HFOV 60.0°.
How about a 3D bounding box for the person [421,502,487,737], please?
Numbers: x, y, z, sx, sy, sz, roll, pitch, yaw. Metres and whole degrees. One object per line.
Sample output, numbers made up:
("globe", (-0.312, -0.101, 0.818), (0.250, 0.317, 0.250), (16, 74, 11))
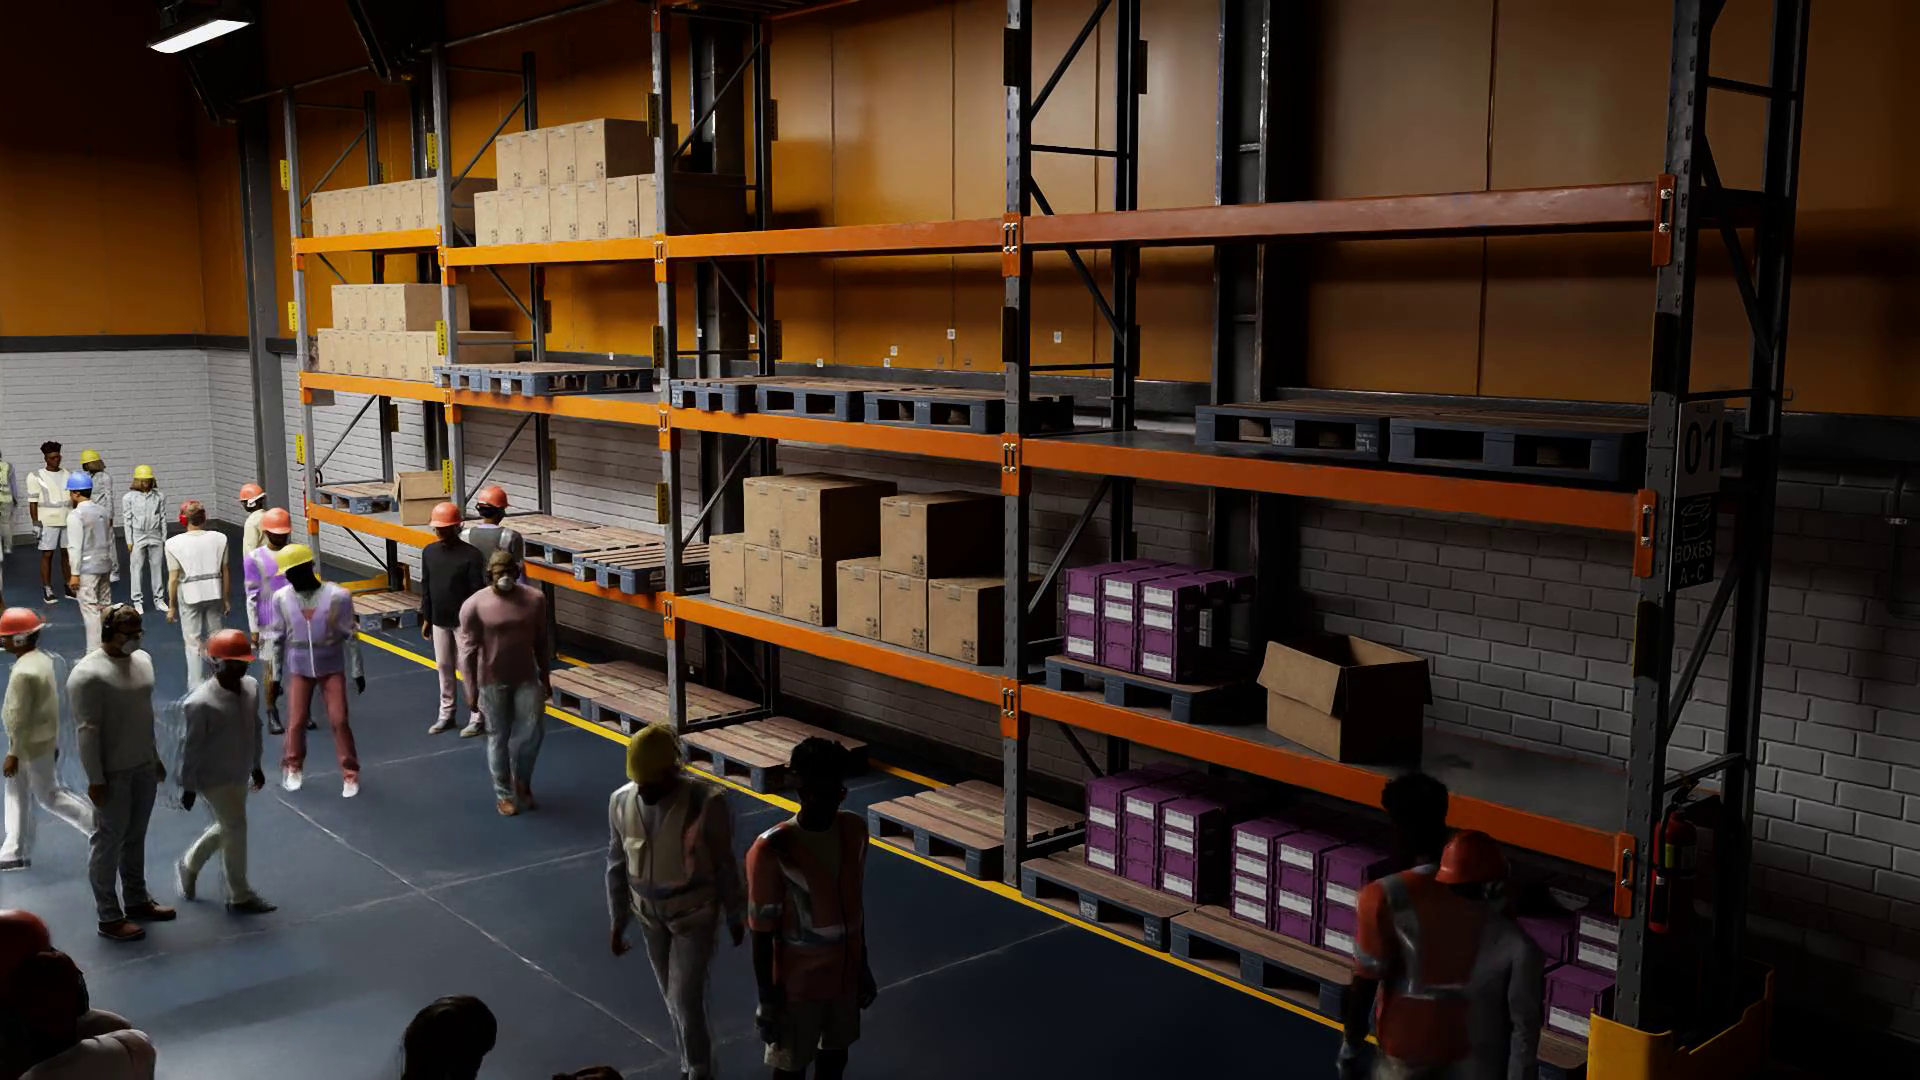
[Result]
("person", (-4.252, 0.667, 13.920), (0.617, 1.986, 0.416), (3, 9, 22))

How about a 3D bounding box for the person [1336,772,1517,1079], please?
("person", (1.737, 1.834, 6.008), (0.659, 1.942, 0.759), (-2, 8, -11))

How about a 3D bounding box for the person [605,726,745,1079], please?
("person", (-1.303, 1.691, 7.459), (0.614, 1.788, 0.564), (3, 9, 21))

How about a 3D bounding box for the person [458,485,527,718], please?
("person", (-4.077, 0.540, 14.586), (0.611, 2.042, 0.396), (1, 8, 9))

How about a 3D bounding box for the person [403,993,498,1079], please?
("person", (-1.435, 2.109, 4.482), (0.658, 1.813, 0.432), (1, 8, 4))

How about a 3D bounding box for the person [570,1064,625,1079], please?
("person", (-0.940, 2.200, 4.499), (0.277, 1.627, 0.503), (-2, 8, -13))

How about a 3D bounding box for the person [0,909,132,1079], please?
("person", (-2.625, 1.990, 4.713), (0.618, 1.986, 0.408), (-4, 9, -24))

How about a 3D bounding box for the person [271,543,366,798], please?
("person", (-4.729, 0.946, 12.321), (0.708, 1.896, 0.520), (-1, 8, -6))

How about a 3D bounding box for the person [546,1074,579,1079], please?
("person", (-0.828, 2.175, 3.938), (0.556, 1.834, 0.554), (-5, 10, -33))

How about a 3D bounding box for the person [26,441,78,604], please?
("person", (-10.953, -0.225, 20.163), (0.366, 1.966, 0.607), (5, 10, 33))

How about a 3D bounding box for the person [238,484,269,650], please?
("person", (-7.370, 0.278, 17.457), (0.355, 1.740, 0.574), (0, 8, -2))

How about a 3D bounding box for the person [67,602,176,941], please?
("person", (-4.826, 1.313, 9.596), (0.370, 1.934, 0.627), (1, 8, 8))

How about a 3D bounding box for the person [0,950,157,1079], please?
("person", (-2.481, 2.046, 4.661), (0.353, 1.886, 0.573), (3, 9, 17))

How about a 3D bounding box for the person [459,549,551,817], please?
("person", (-3.190, 1.010, 11.736), (0.653, 1.919, 0.455), (-5, 10, -31))

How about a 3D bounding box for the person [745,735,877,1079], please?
("person", (-0.571, 1.728, 6.596), (0.361, 1.962, 0.612), (7, 11, 41))

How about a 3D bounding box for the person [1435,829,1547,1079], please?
("person", (1.840, 1.906, 6.085), (0.327, 1.753, 0.561), (-5, 10, -31))

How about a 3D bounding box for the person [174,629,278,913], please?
("person", (-4.464, 1.366, 9.941), (0.720, 1.726, 0.573), (2, 8, 11))

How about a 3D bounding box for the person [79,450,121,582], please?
("person", (-11.193, -0.310, 21.575), (0.492, 1.731, 0.324), (3, 9, 22))

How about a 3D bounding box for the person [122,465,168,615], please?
("person", (-9.498, -0.009, 19.432), (0.289, 1.746, 0.487), (7, 11, 42))

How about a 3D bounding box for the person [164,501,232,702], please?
("person", (-6.896, 0.571, 15.094), (0.374, 1.839, 0.593), (7, 11, 39))

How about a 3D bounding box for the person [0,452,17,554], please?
("person", (-13.705, -0.560, 23.726), (0.681, 1.618, 0.557), (7, 11, 40))

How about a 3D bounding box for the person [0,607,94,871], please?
("person", (-5.848, 1.271, 10.616), (0.825, 1.725, 0.556), (-3, 9, -23))

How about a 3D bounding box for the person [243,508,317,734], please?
("person", (-5.722, 0.680, 14.038), (0.548, 1.925, 0.392), (-7, 11, -42))

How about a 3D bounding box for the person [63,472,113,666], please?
("person", (-8.750, 0.288, 16.714), (0.417, 1.940, 0.615), (0, 8, 1))
